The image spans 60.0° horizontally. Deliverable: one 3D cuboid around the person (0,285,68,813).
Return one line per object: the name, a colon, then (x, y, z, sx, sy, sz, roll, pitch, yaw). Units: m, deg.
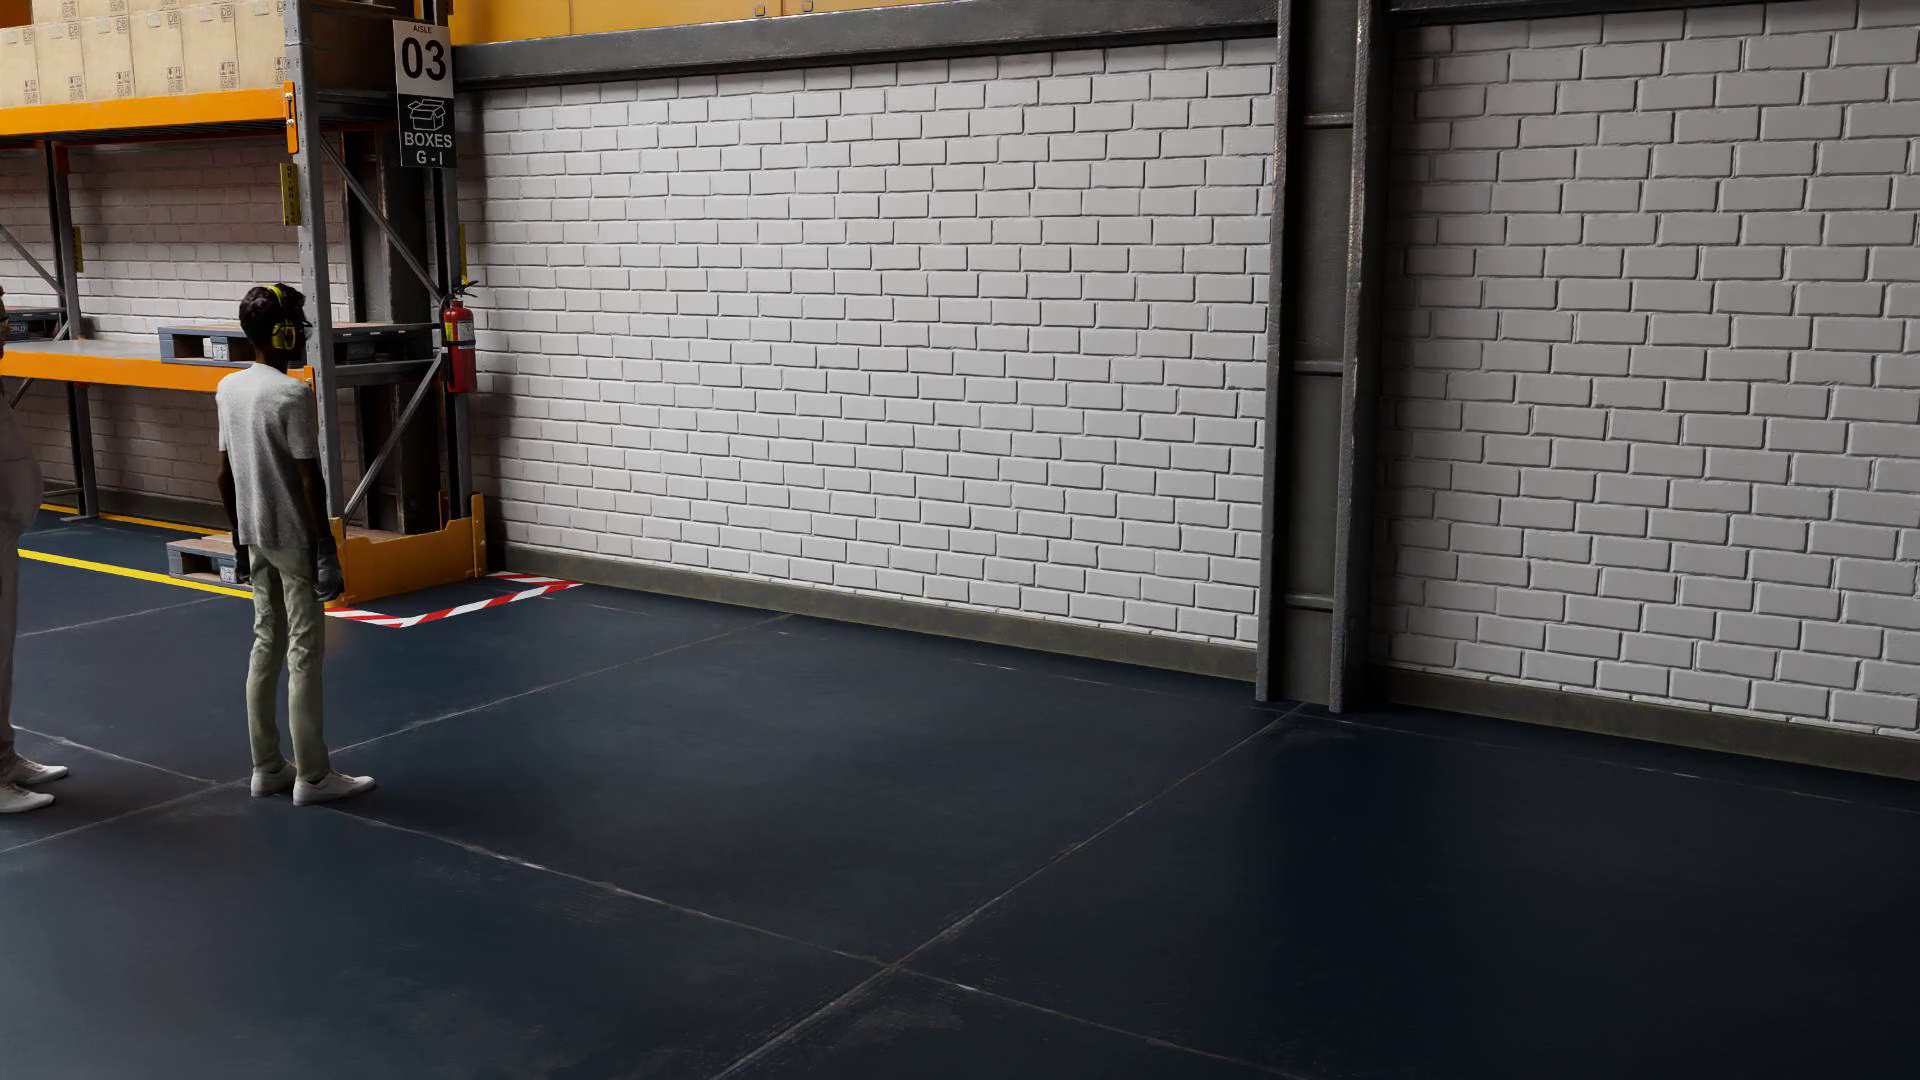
person: (-3.463, 0.023, 5.913, 0.398, 1.897, 0.646, -5, 11, -26)

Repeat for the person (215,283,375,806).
person: (-2.422, 0.021, 5.991, 0.534, 1.869, 0.315, 6, 12, 30)
